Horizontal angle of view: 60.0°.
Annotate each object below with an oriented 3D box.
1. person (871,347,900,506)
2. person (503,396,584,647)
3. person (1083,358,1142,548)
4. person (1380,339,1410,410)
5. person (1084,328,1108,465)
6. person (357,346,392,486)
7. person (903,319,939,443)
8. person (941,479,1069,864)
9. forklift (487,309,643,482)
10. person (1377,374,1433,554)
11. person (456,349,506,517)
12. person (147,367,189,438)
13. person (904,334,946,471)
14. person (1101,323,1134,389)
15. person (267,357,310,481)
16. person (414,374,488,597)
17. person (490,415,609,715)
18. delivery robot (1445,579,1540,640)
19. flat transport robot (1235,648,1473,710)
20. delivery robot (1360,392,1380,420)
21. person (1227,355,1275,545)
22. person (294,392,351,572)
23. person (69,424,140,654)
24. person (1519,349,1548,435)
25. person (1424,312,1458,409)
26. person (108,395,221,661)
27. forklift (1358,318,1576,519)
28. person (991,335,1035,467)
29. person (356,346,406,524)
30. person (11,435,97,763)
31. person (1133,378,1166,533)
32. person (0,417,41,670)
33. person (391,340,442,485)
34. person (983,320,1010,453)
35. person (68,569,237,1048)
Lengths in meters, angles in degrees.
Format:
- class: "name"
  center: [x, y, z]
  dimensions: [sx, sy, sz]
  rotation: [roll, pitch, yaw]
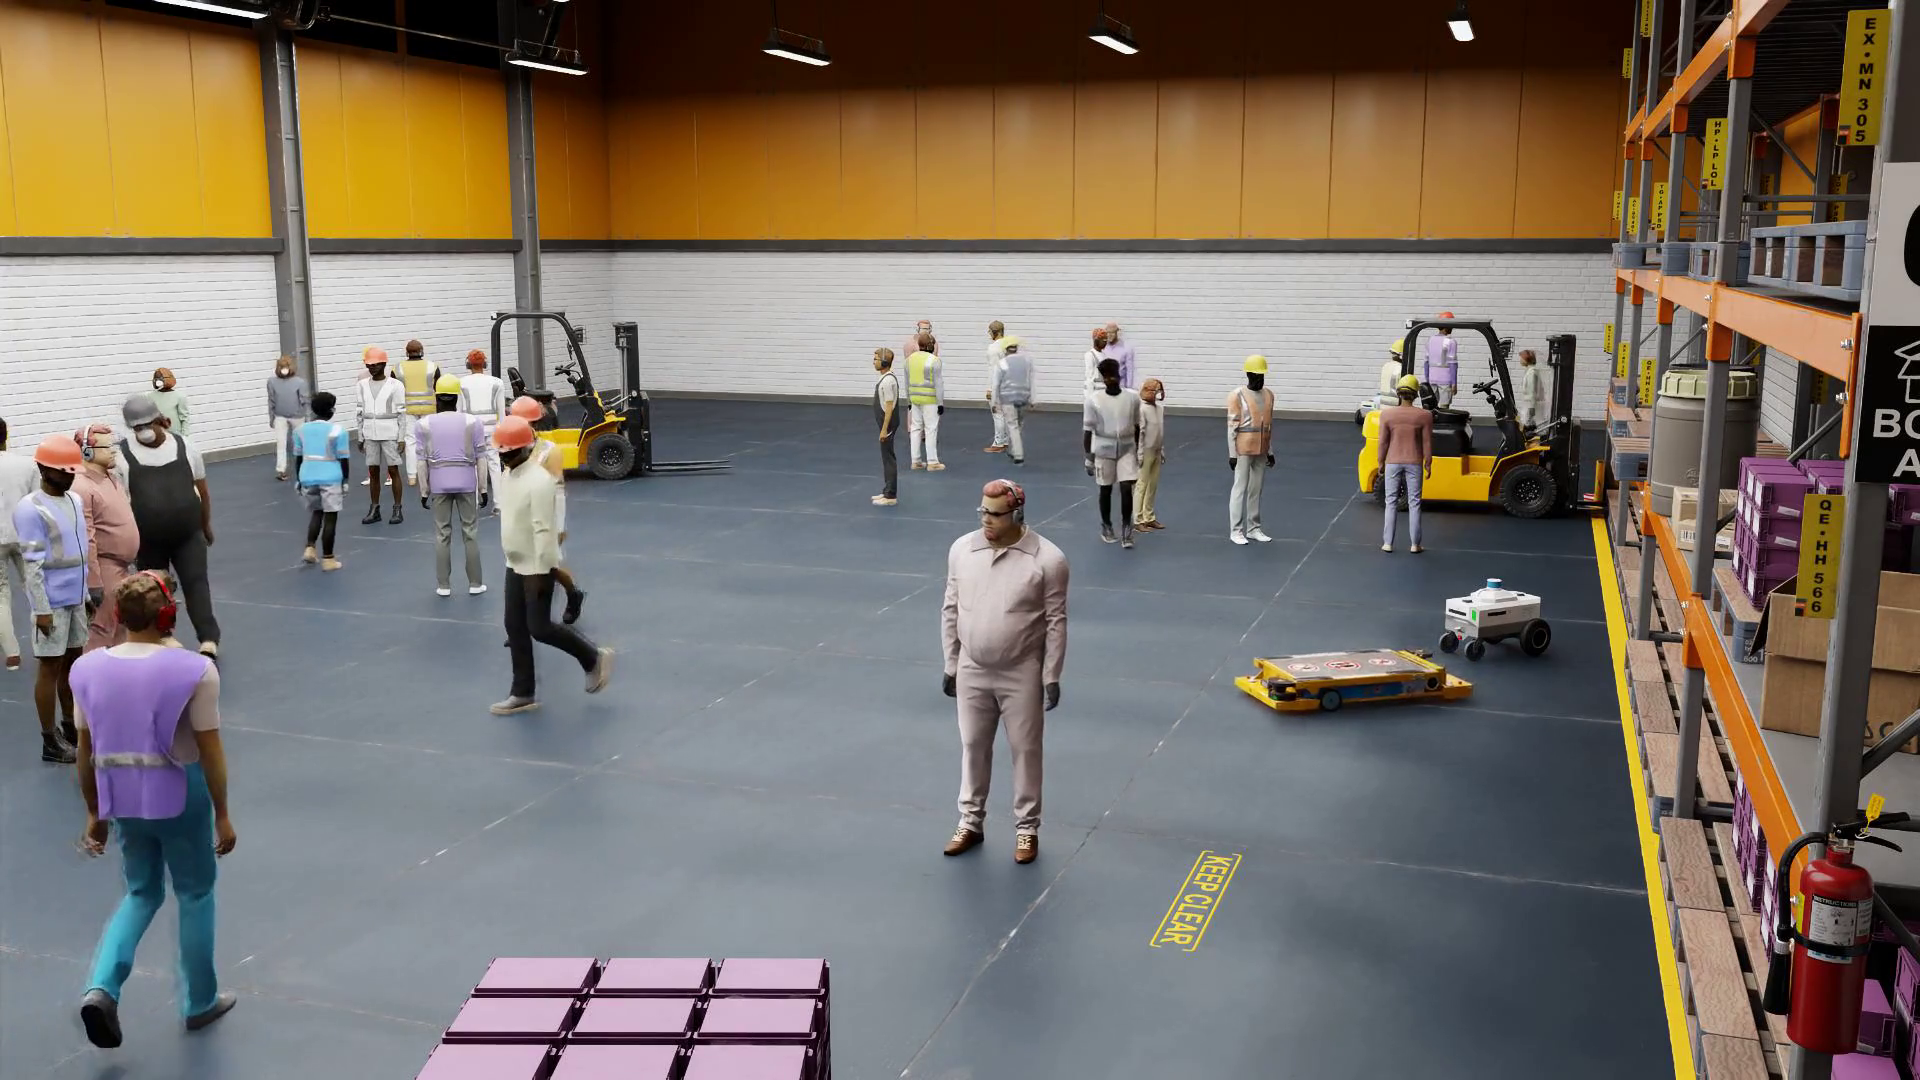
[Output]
- class: "person"
  center: [-0.874, -1.320, 19.406]
  dimensions: [0.346, 1.846, 0.507]
  rotation: [-1, 10, -3]
- class: "person"
  center: [-3.242, -0.178, 12.843]
  dimensions: [0.549, 1.905, 0.906]
  rotation: [3, 11, 18]
- class: "person"
  center: [1.532, -0.868, 16.681]
  dimensions: [0.608, 1.905, 0.886]
  rotation: [-1, 10, -3]
- class: "person"
  center: [5.643, -1.679, 21.504]
  dimensions: [0.404, 1.824, 0.586]
  rotation: [-3, 10, -15]
- class: "person"
  center: [1.904, -1.990, 23.063]
  dimensions: [0.356, 1.887, 0.574]
  rotation: [4, 11, 22]
- class: "person"
  center: [-7.361, -1.559, 20.976]
  dimensions: [0.532, 1.767, 0.328]
  rotation: [2, 10, 13]
- class: "person"
  center: [-0.558, -2.424, 25.463]
  dimensions: [0.638, 1.904, 0.402]
  rotation: [-9, 13, -40]
- class: "person"
  center: [0.197, 0.643, 8.193]
  dimensions: [0.636, 1.903, 0.404]
  rotation: [4, 11, 20]
- class: "forklift"
  center: [-5.354, -1.902, 21.697]
  dimensions: [2.313, 2.155, 1.214]
  rotation: [-2, 10, -13]
- class: "person"
  center: [4.383, -0.746, 16.398]
  dimensions: [0.533, 1.765, 0.323]
  rotation: [3, 11, 16]
- class: "person"
  center: [-5.366, -1.190, 18.602]
  dimensions: [0.572, 1.876, 0.355]
  rotation: [-5, 11, -26]
- class: "person"
  center: [-9.130, -1.175, 19.182]
  dimensions: [0.498, 1.634, 0.280]
  rotation: [1, 10, 6]
- class: "person"
  center: [-0.456, -1.858, 22.449]
  dimensions: [0.634, 1.839, 0.429]
  rotation: [8, 13, 39]
- class: "person"
  center: [2.313, -2.343, 25.077]
  dimensions: [0.646, 1.879, 0.883]
  rotation: [3, 11, 17]
- class: "person"
  center: [-8.686, -1.570, 21.535]
  dimensions: [0.530, 1.581, 0.870]
  rotation: [-2, 10, -12]
- class: "person"
  center: [-4.372, -0.464, 14.351]
  dimensions: [0.587, 1.927, 0.363]
  rotation: [-3, 10, -14]
- class: "person"
  center: [-2.730, 0.145, 10.838]
  dimensions: [0.708, 1.958, 0.631]
  rotation: [-9, 13, -41]
- class: "delivery robot"
  center: [3.953, 0.532, 12.344]
  dimensions: [0.707, 0.478, 0.477]
  rotation: [-5, 11, -26]
- class: "flat transport robot"
  center: [2.642, 0.926, 11.186]
  dimensions: [1.431, 0.197, 0.652]
  rotation: [-3, 10, -14]
- class: "delivery robot"
  center: [7.063, -2.250, 28.010]
  dimensions: [0.707, 0.478, 0.477]
  rotation: [-9, 14, -41]
- class: "person"
  center: [2.975, -0.920, 16.921]
  dimensions: [0.594, 1.926, 0.366]
  rotation: [-7, 12, -33]
- class: "person"
  center: [-5.941, -0.543, 15.525]
  dimensions: [0.541, 1.667, 0.425]
  rotation: [1, 10, 7]
- class: "person"
  center: [-5.440, 0.211, 10.613]
  dimensions: [0.407, 1.908, 0.641]
  rotation: [-2, 10, -12]
- class: "person"
  center: [8.141, -1.886, 23.346]
  dimensions: [0.835, 1.589, 0.523]
  rotation: [1, 10, 6]
- class: "person"
  center: [7.185, -2.370, 24.760]
  dimensions: [0.376, 2.041, 0.615]
  rotation: [-5, 11, -28]
- class: "person"
  center: [-5.773, -0.116, 12.073]
  dimensions: [0.728, 2.000, 0.994]
  rotation: [-7, 12, -36]
- class: "forklift"
  center: [5.787, -1.437, 19.079]
  dimensions: [2.313, 2.155, 1.214]
  rotation: [3, 11, 19]
- class: "person"
  center: [0.690, -1.931, 23.015]
  dimensions: [0.602, 1.779, 0.918]
  rotation: [-5, 11, -24]
- class: "person"
  center: [-6.299, -1.133, 18.090]
  dimensions: [0.542, 1.939, 0.359]
  rotation: [1, 10, 4]
- class: "person"
  center: [-5.282, 0.341, 9.823]
  dimensions: [0.384, 1.927, 0.544]
  rotation: [0, 10, 3]
- class: "person"
  center: [2.021, -0.902, 17.642]
  dimensions: [0.269, 1.632, 0.509]
  rotation: [8, 13, 37]
- class: "person"
  center: [-6.840, 0.013, 11.916]
  dimensions: [0.539, 1.840, 0.495]
  rotation: [-10, 14, -44]
- class: "person"
  center: [-6.859, -1.613, 21.081]
  dimensions: [0.622, 1.838, 0.429]
  rotation: [-3, 10, -14]
- class: "person"
  center: [0.561, -2.240, 24.334]
  dimensions: [0.373, 1.937, 0.630]
  rotation: [5, 11, 25]
- class: "person"
  center: [-3.046, 1.027, 6.253]
  dimensions: [0.571, 1.830, 0.597]
  rotation: [1, 10, 7]
